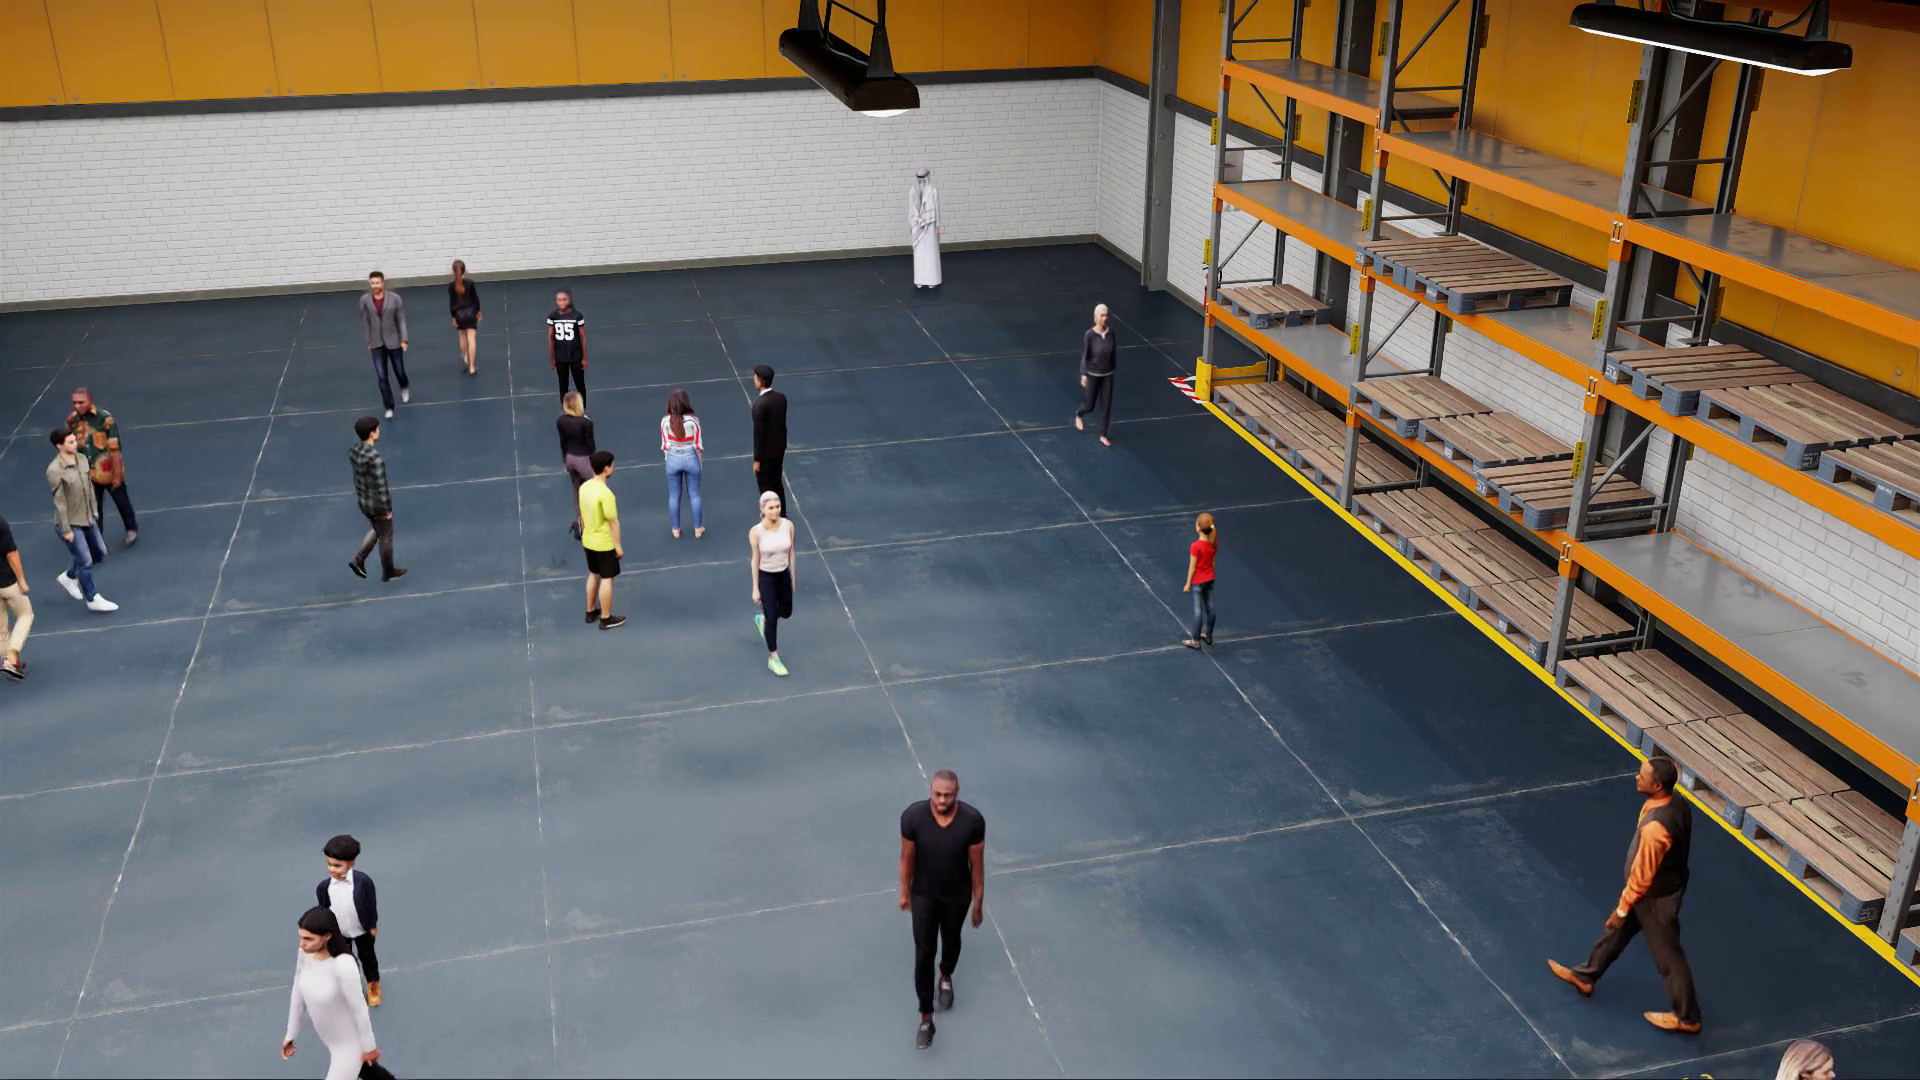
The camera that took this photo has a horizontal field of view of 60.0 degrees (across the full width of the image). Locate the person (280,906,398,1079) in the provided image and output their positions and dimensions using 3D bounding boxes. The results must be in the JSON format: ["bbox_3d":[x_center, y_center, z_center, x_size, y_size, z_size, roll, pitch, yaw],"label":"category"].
[{"bbox_3d":[-3.314,2.725,9.172,1.174,1.751,1.128,18,30,36],"label":"person"}]

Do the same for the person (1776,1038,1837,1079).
[{"bbox_3d":[3.990,3.158,8.295,1.183,1.660,1.054,17,29,34],"label":"person"}]

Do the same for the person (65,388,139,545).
[{"bbox_3d":[-8.727,-0.710,17.029,0.821,1.752,1.231,-2,24,-4],"label":"person"}]

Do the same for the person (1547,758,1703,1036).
[{"bbox_3d":[4.361,2.224,10.188,1.266,1.856,1.203,14,27,28],"label":"person"}]

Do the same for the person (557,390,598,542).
[{"bbox_3d":[-3.945,-0.707,17.137,0.805,1.661,0.875,10,26,22],"label":"person"}]

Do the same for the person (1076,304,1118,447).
[{"bbox_3d":[1.651,-2.030,20.098,0.674,1.713,0.881,-9,25,-20],"label":"person"}]

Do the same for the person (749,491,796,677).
[{"bbox_3d":[-1.699,0.336,14.723,0.787,1.683,0.987,-15,28,-31],"label":"person"}]

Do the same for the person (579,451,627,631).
[{"bbox_3d":[-3.360,0.000,15.480,0.733,1.692,0.831,21,31,39],"label":"person"}]

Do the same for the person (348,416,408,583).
[{"bbox_3d":[-5.741,-0.369,16.089,0.911,1.707,0.938,19,30,37],"label":"person"}]

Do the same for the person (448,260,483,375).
[{"bbox_3d":[-6.705,-3.011,22.575,0.550,1.526,0.949,-5,24,-12],"label":"person"}]

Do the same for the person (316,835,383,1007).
[{"bbox_3d":[-3.873,2.407,10.559,0.517,1.223,0.501,-4,24,-8],"label":"person"}]

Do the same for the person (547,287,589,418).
[{"bbox_3d":[-4.848,-2.271,20.630,0.676,1.729,0.650,0,24,0],"label":"person"}]

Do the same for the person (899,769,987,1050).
[{"bbox_3d":[-0.109,2.169,10.394,0.870,1.792,1.090,1,24,1],"label":"person"}]

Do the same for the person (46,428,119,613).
[{"bbox_3d":[-8.436,-0.190,15.719,0.970,1.848,0.948,4,24,10],"label":"person"}]

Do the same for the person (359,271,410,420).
[{"bbox_3d":[-7.234,-2.492,20.979,0.722,1.853,1.043,-5,24,-11],"label":"person"}]

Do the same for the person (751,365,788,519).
[{"bbox_3d":[-1.975,-0.913,17.341,0.844,1.876,0.761,11,26,23],"label":"person"}]

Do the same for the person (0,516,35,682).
[{"bbox_3d":[-8.350,0.407,14.377,0.766,1.831,0.886,0,24,1],"label":"person"}]

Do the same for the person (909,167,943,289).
[{"bbox_3d":[-0.560,-5.006,26.642,0.803,1.924,0.816,6,24,14],"label":"person"}]

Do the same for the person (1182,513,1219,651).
[{"bbox_3d":[2.210,0.367,15.117,0.550,1.311,0.576,-15,28,-31],"label":"person"}]

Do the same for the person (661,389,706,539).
[{"bbox_3d":[-2.903,-0.806,17.426,0.632,1.610,0.588,0,24,-1],"label":"person"}]
